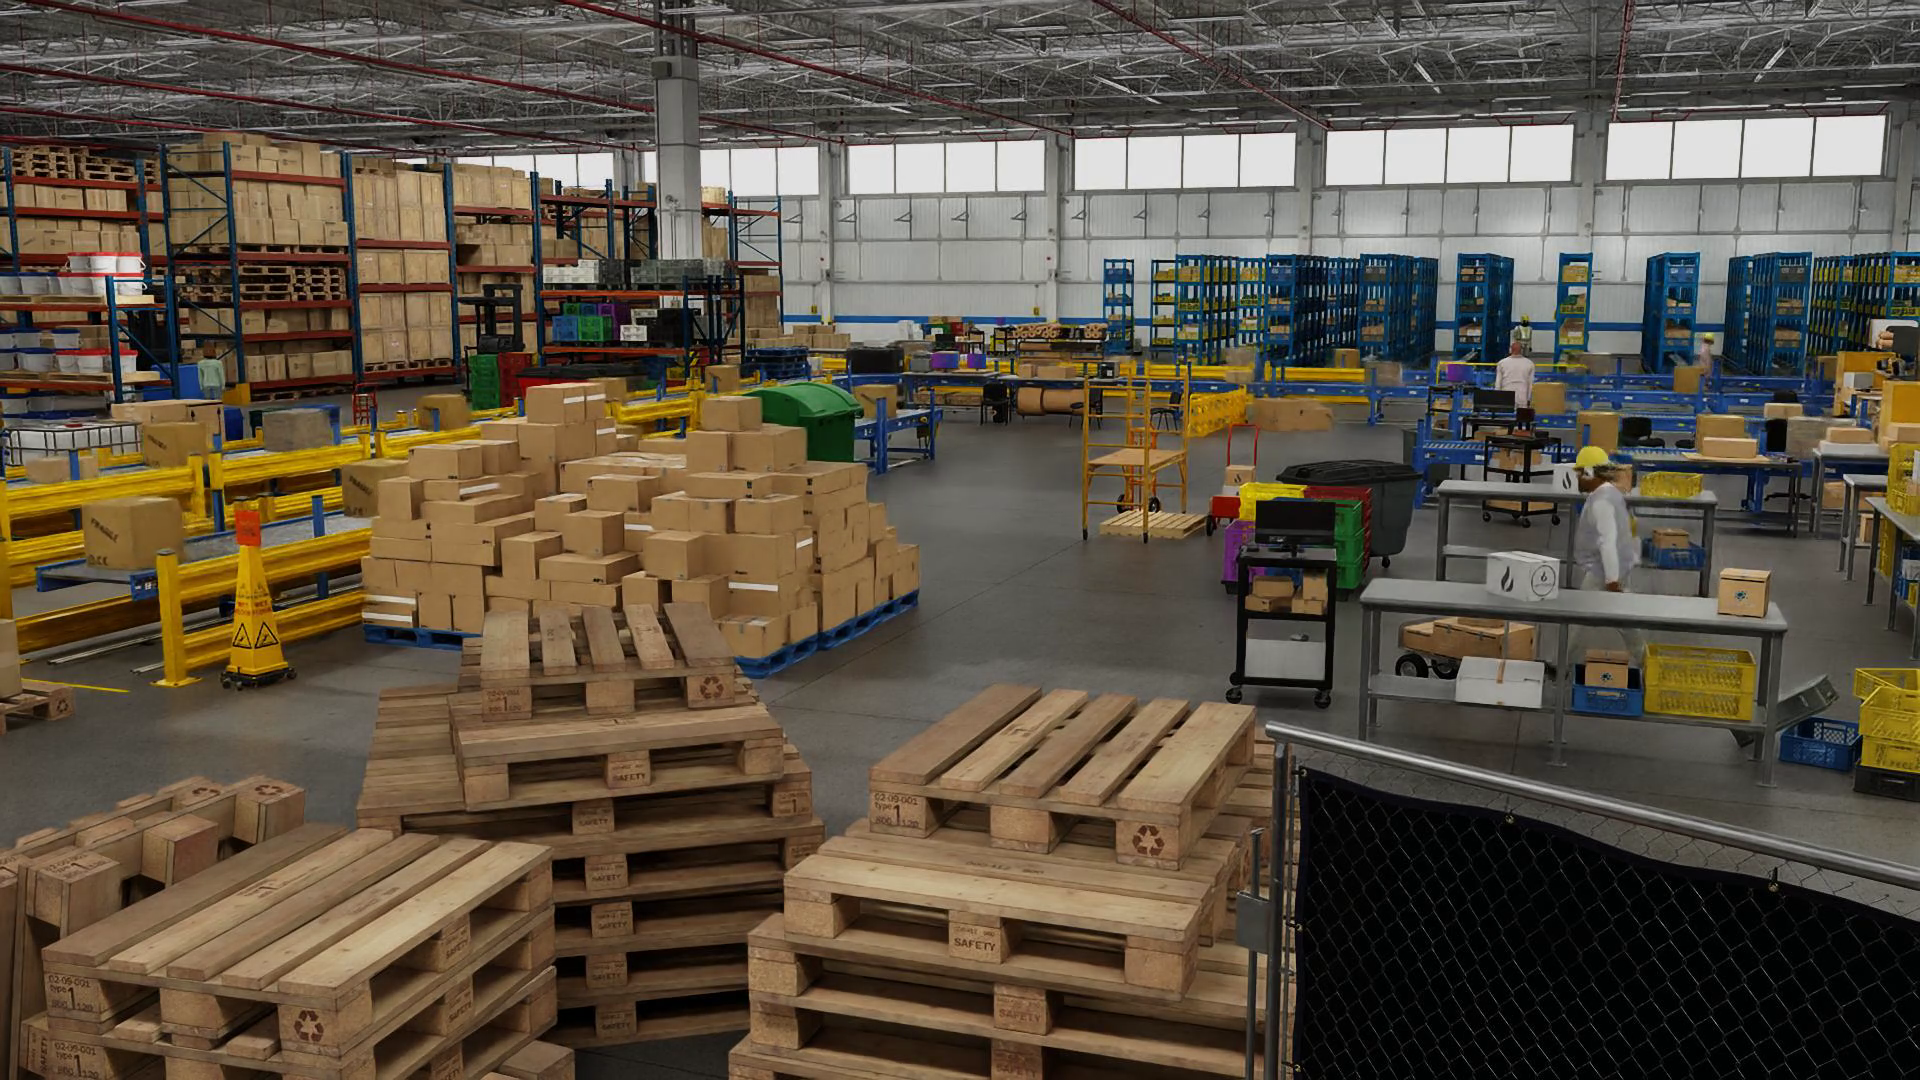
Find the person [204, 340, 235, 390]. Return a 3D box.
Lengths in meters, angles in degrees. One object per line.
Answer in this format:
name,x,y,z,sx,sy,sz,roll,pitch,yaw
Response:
person,-18.898,-4.600,42.201,0.654,1.858,1.008,4,10,23

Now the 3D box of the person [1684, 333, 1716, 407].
person,17.024,-3.892,38.127,0.866,1.729,0.523,4,10,21

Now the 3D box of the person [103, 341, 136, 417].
person,-14.284,-2.423,28.306,0.389,1.930,0.539,6,11,32

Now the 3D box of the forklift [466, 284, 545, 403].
forklift,-10.832,-4.702,39.610,1.129,2.768,1.873,3,10,20

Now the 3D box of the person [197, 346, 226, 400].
person,-14.816,-3.021,32.960,0.497,1.633,0.285,-1,9,-7

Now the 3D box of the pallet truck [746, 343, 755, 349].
pallet truck,-6.183,-4.618,44.264,1.601,1.201,0.680,-9,12,-43

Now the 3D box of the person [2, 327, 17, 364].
person,-25.355,-4.851,44.300,0.536,1.678,0.706,1,9,4

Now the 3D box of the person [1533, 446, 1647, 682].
person,4.729,0.206,12.243,0.953,1.772,0.624,5,10,30

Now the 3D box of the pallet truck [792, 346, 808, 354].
pallet truck,-3.705,-4.298,42.022,0.653,1.274,1.630,3,10,20

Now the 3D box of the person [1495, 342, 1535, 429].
person,9.563,-2.472,28.707,0.640,1.897,0.397,1,9,9

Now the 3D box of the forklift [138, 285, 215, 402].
forklift,-17.480,-4.200,36.461,1.873,2.768,1.129,3,10,19

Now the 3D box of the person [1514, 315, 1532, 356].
person,16.941,-5.839,50.022,0.590,1.837,0.404,-2,9,-12

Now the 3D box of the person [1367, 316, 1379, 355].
person,12.625,-6.028,50.716,0.625,1.990,0.389,-8,12,-43
